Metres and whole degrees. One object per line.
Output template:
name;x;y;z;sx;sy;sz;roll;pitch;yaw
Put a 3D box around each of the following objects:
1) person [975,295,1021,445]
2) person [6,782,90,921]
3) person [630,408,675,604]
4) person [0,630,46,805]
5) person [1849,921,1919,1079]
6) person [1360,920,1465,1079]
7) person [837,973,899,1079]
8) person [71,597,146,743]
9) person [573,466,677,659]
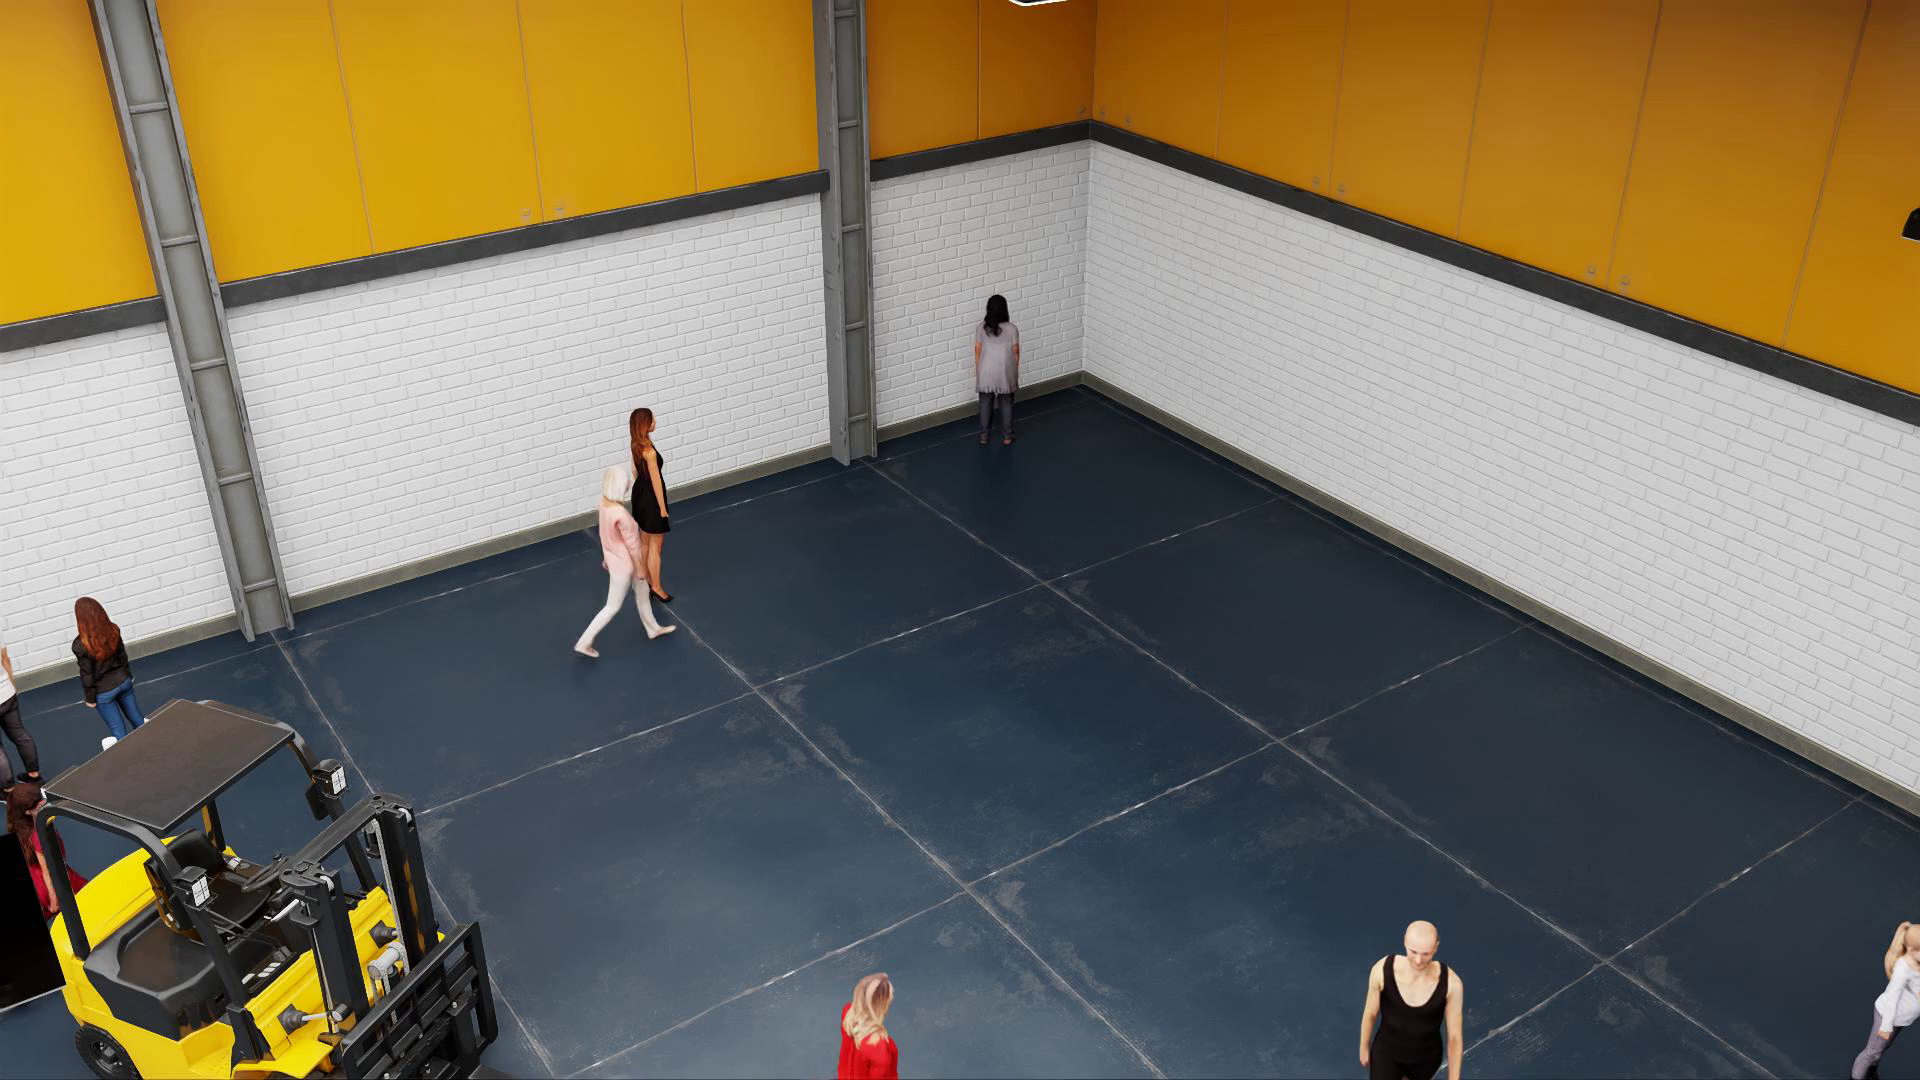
person;0.382;-1.791;17.469;0.772;1.608;0.834;4;29;7
person;-5.745;2.164;10.310;0.844;1.521;1.116;14;32;24
person;-2.707;-0.304;14.507;0.511;1.834;0.572;-19;34;-31
person;-7.011;1.131;11.996;0.752;1.718;0.649;11;30;19
person;5.361;2.714;9.555;0.439;1.278;0.563;-22;35;-34
person;2.425;2.733;9.013;1.139;1.762;1.203;5;29;9
person;-0.564;2.985;8.664;1.094;1.656;0.654;-20;35;-33
person;-6.314;1.067;12.360;0.701;1.483;0.593;12;31;22
person;-2.877;0.220;13.702;1.151;1.683;0.640;-16;32;-26
